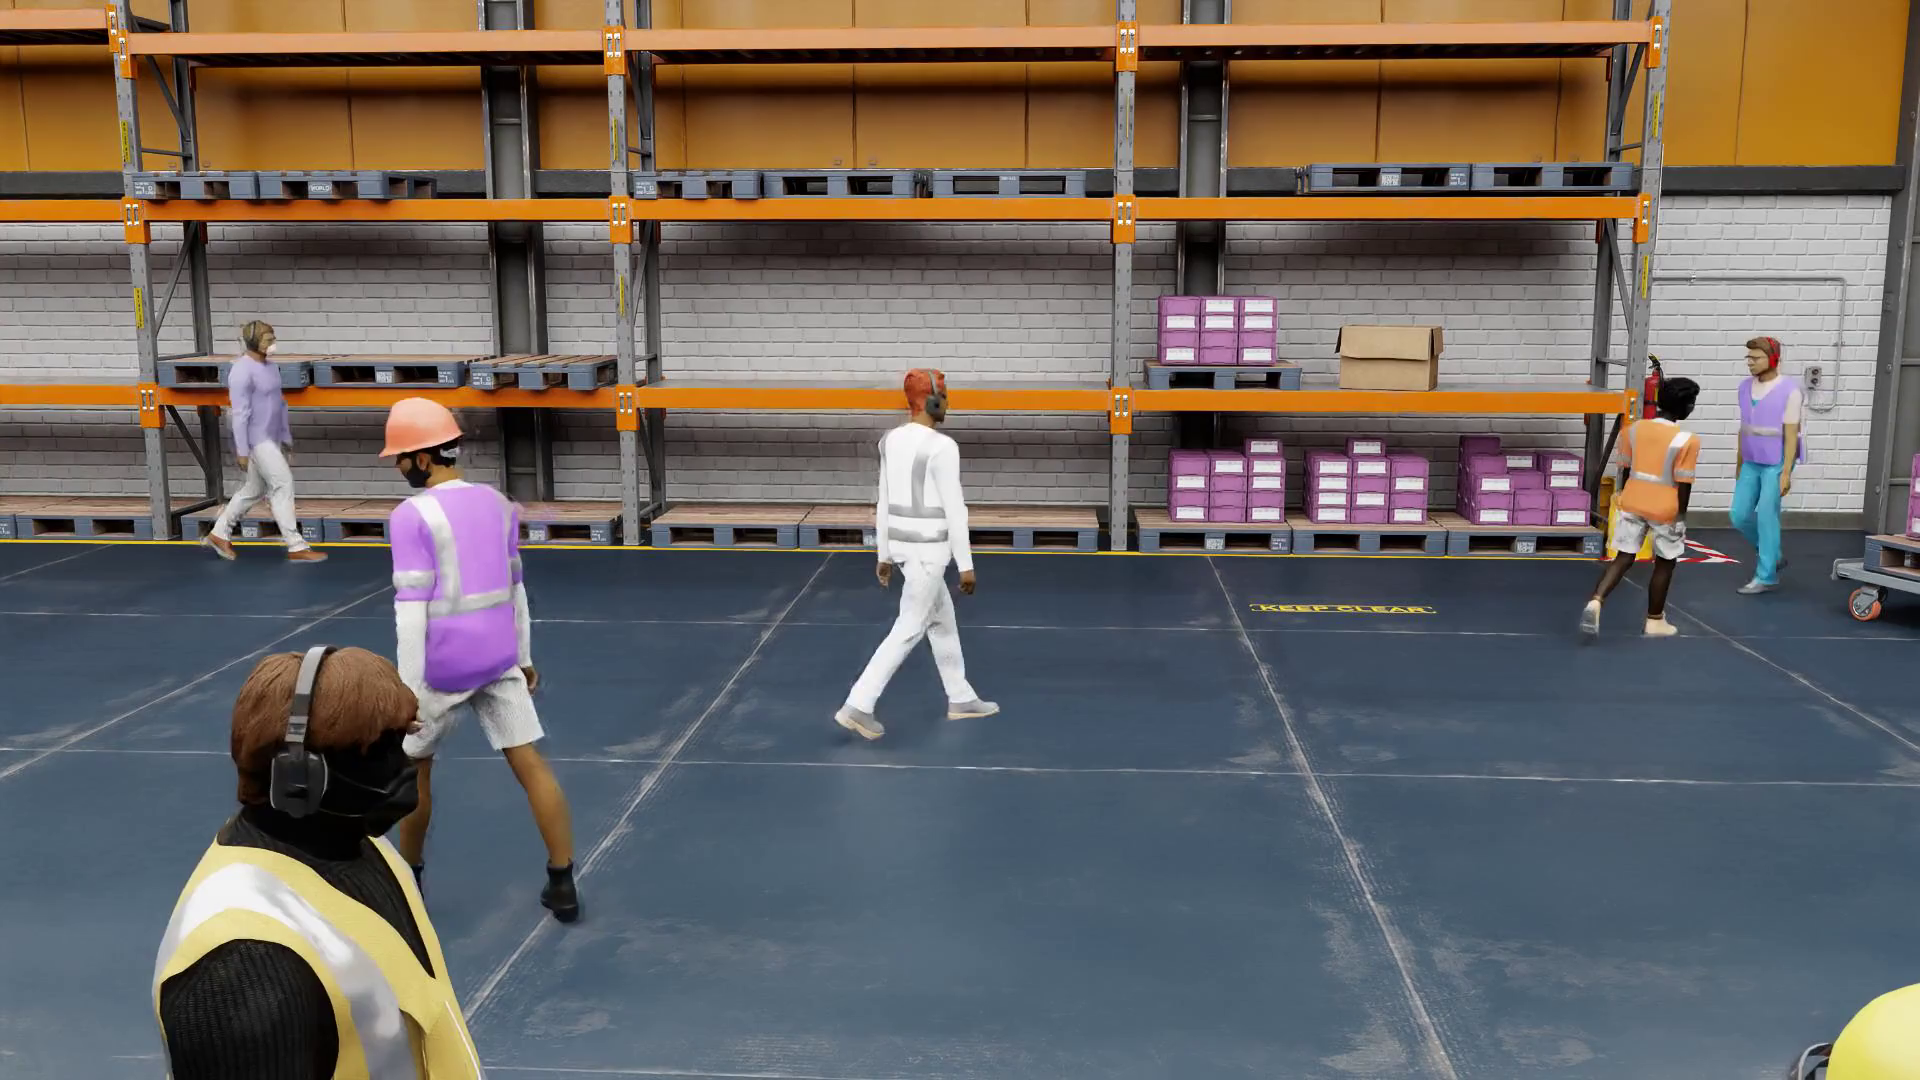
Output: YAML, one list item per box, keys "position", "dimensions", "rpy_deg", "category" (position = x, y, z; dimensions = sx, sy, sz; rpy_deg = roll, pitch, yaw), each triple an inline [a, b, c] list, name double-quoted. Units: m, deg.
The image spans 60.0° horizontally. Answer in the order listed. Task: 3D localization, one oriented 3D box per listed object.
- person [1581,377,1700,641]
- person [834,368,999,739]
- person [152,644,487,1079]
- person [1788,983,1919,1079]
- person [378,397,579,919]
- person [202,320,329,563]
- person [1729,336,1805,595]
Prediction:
- position: [4.206, -0.173, 10.174]
  dimensions: [0.738, 1.658, 0.556]
  rpy_deg: [-6, 12, -33]
  category: "person"
- position: [-0.223, 0.066, 8.277]
  dimensions: [0.984, 1.847, 0.585]
  rpy_deg: [-6, 11, -32]
  category: "person"
- position: [-0.909, 1.054, 2.456]
  dimensions: [0.429, 1.839, 0.634]
  rpy_deg: [-2, 10, -10]
  category: "person"
- position: [0.857, 1.245, 1.554]
  dimensions: [0.315, 1.769, 0.525]
  rpy_deg: [8, 12, 38]
  category: "person"
- position: [-1.808, 0.433, 5.963]
  dimensions: [0.947, 1.868, 0.650]
  rpy_deg: [5, 11, 28]
  category: "person"
- position: [-5.470, -0.759, 12.908]
  dimensions: [0.975, 1.903, 0.645]
  rpy_deg: [0, 10, -1]
  category: "person"
- position: [5.687, -0.520, 11.717]
  dimensions: [0.449, 1.823, 0.608]
  rpy_deg: [-3, 10, -16]
  category: "person"
